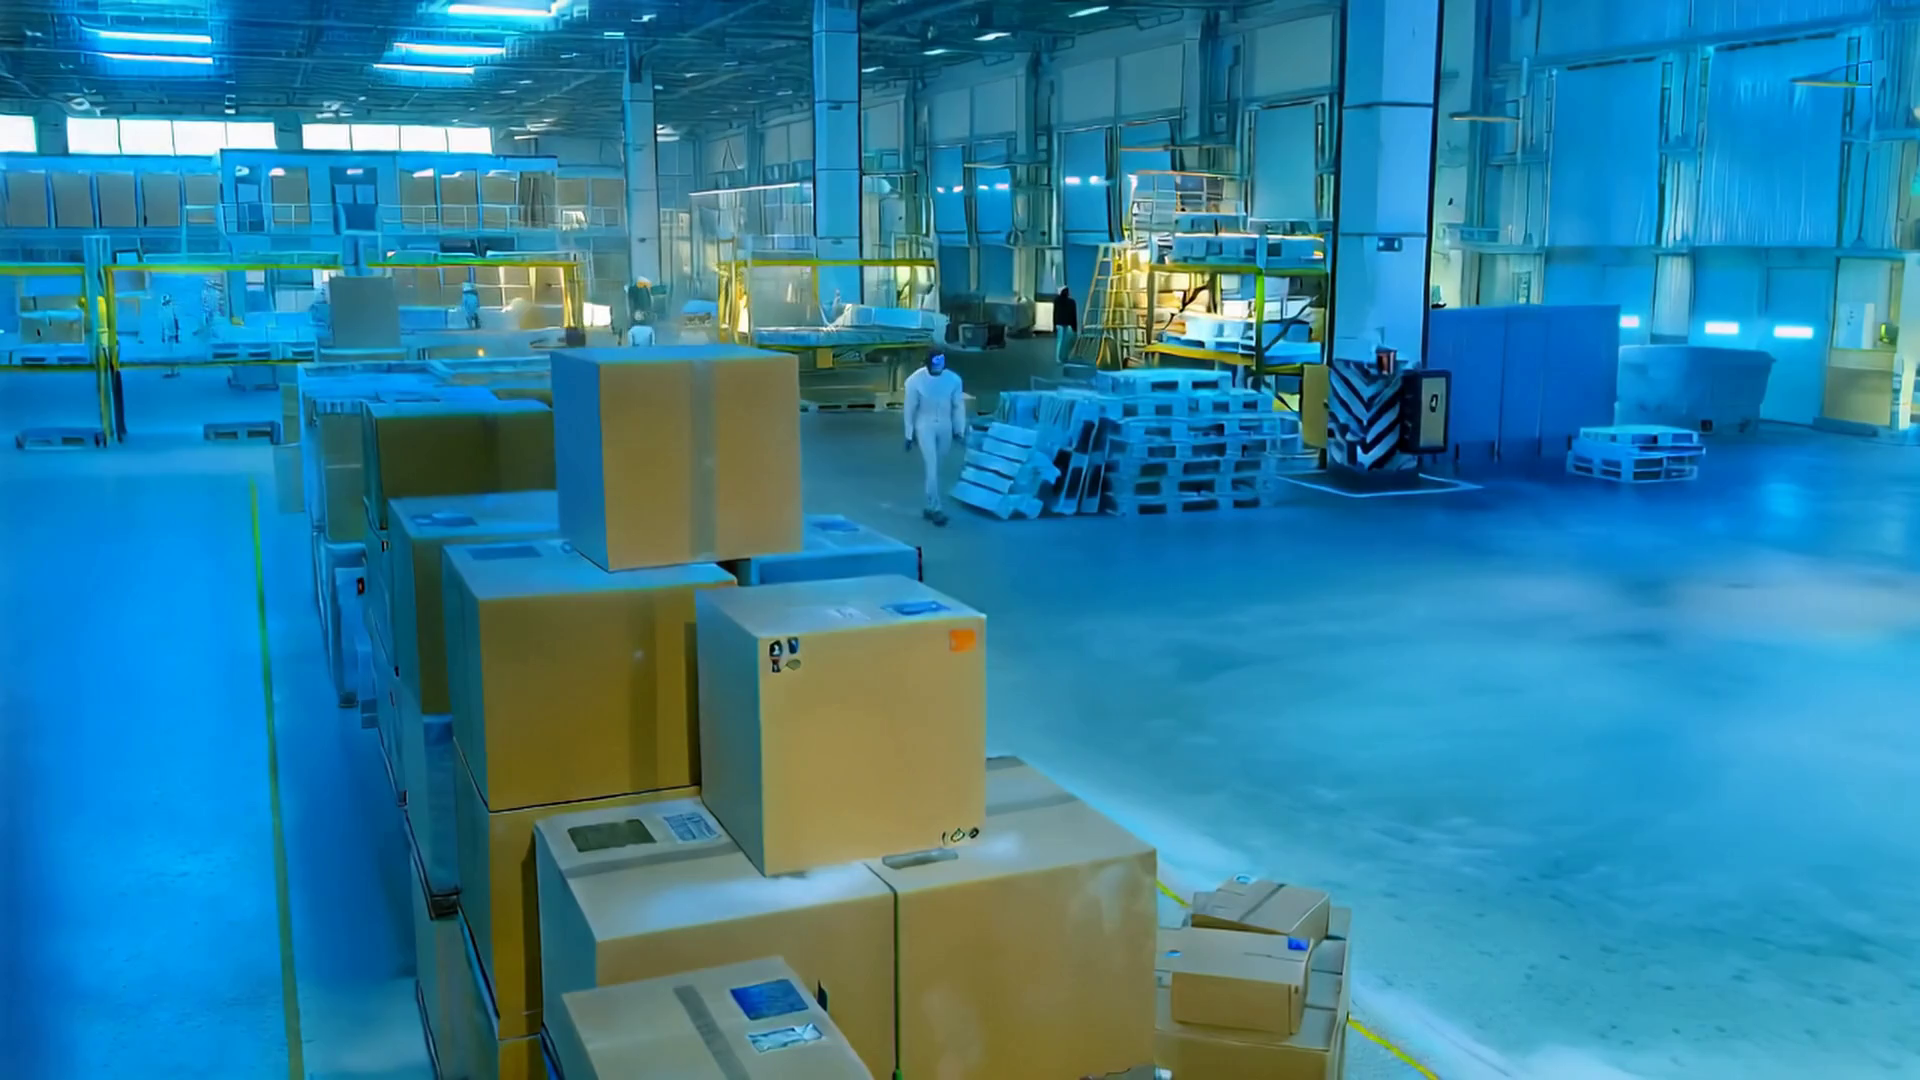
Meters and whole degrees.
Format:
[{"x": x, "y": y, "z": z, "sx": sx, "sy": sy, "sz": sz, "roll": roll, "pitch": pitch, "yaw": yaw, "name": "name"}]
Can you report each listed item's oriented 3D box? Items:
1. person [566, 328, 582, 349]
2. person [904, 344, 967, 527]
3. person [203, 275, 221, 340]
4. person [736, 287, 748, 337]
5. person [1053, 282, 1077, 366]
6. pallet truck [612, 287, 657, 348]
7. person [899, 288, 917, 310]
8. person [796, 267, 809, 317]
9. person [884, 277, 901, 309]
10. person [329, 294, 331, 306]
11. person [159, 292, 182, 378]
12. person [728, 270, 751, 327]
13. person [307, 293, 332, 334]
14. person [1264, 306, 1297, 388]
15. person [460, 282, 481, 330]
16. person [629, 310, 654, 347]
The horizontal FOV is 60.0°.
[{"x": -5.080, "y": -1.939, "z": 22.338, "sx": 0.917, "sy": 1.813, "sz": 0.521, "roll": 5, "pitch": 12, "yaw": 27, "name": "person"}, {"x": -0.215, "y": -1.092, "z": 17.415, "sx": 0.627, "sy": 1.889, "sz": 0.978, "roll": -5, "pitch": 11, "yaw": -25, "name": "person"}, {"x": -22.244, "y": -6.905, "z": 49.417, "sx": 0.559, "sy": 1.911, "sz": 0.593, "roll": 5, "pitch": 11, "yaw": 25, "name": "person"}, {"x": -5.883, "y": -5.929, "z": 44.622, "sx": 0.532, "sy": 1.697, "sz": 0.320, "roll": -8, "pitch": 13, "yaw": -39, "name": "person"}, {"x": 2.484, "y": -5.102, "z": 39.288, "sx": 0.608, "sy": 1.987, "sz": 0.402, "roll": -4, "pitch": 11, "yaw": -20, "name": "person"}, {"x": -6.464, "y": -4.406, "z": 35.401, "sx": 0.823, "sy": 1.965, "sz": 1.885, "roll": 6, "pitch": 12, "yaw": 32, "name": "pallet truck"}, {"x": -1.266, "y": -5.543, "z": 42.381, "sx": 0.553, "sy": 1.725, "sz": 0.850, "roll": -5, "pitch": 11, "yaw": -25, "name": "person"}, {"x": -5.957, "y": -9.309, "z": 62.693, "sx": 0.743, "sy": 1.906, "sz": 0.545, "roll": 7, "pitch": 12, "yaw": 32, "name": "person"}, {"x": -1.998, "y": -6.549, "z": 47.455, "sx": 0.623, "sy": 1.903, "sz": 0.683, "roll": 8, "pitch": 13, "yaw": 36, "name": "person"}, {"x": -16.492, "y": -6.033, "z": 44.597, "sx": 0.822, "sy": 1.909, "sz": 0.648, "roll": 7, "pitch": 13, "yaw": 35, "name": "person"}, {"x": -16.988, "y": -4.400, "z": 35.749, "sx": 0.521, "sy": 1.864, "sz": 0.335, "roll": 5, "pitch": 11, "yaw": 25, "name": "person"}, {"x": -7.456, "y": -8.145, "z": 56.232, "sx": 1.103, "sy": 1.917, "sz": 0.625, "roll": -10, "pitch": 14, "yaw": -43, "name": "person"}, {"x": -14.236, "y": -4.605, "z": 37.096, "sx": 0.623, "sy": 1.792, "sz": 1.008, "roll": -8, "pitch": 13, "yaw": -39, "name": "person"}, {"x": 5.285, "y": -2.896, "z": 27.395, "sx": 0.574, "sy": 1.886, "sz": 0.356, "roll": 0, "pitch": 10, "yaw": -1, "name": "person"}, {"x": -13.531, "y": -6.275, "z": 46.250, "sx": 0.674, "sy": 1.814, "sz": 0.642, "roll": 6, "pitch": 12, "yaw": 30, "name": "person"}, {"x": -5.769, "y": -3.296, "z": 30.090, "sx": 0.505, "sy": 1.713, "sz": 0.805, "roll": -6, "pitch": 12, "yaw": -28, "name": "person"}]
